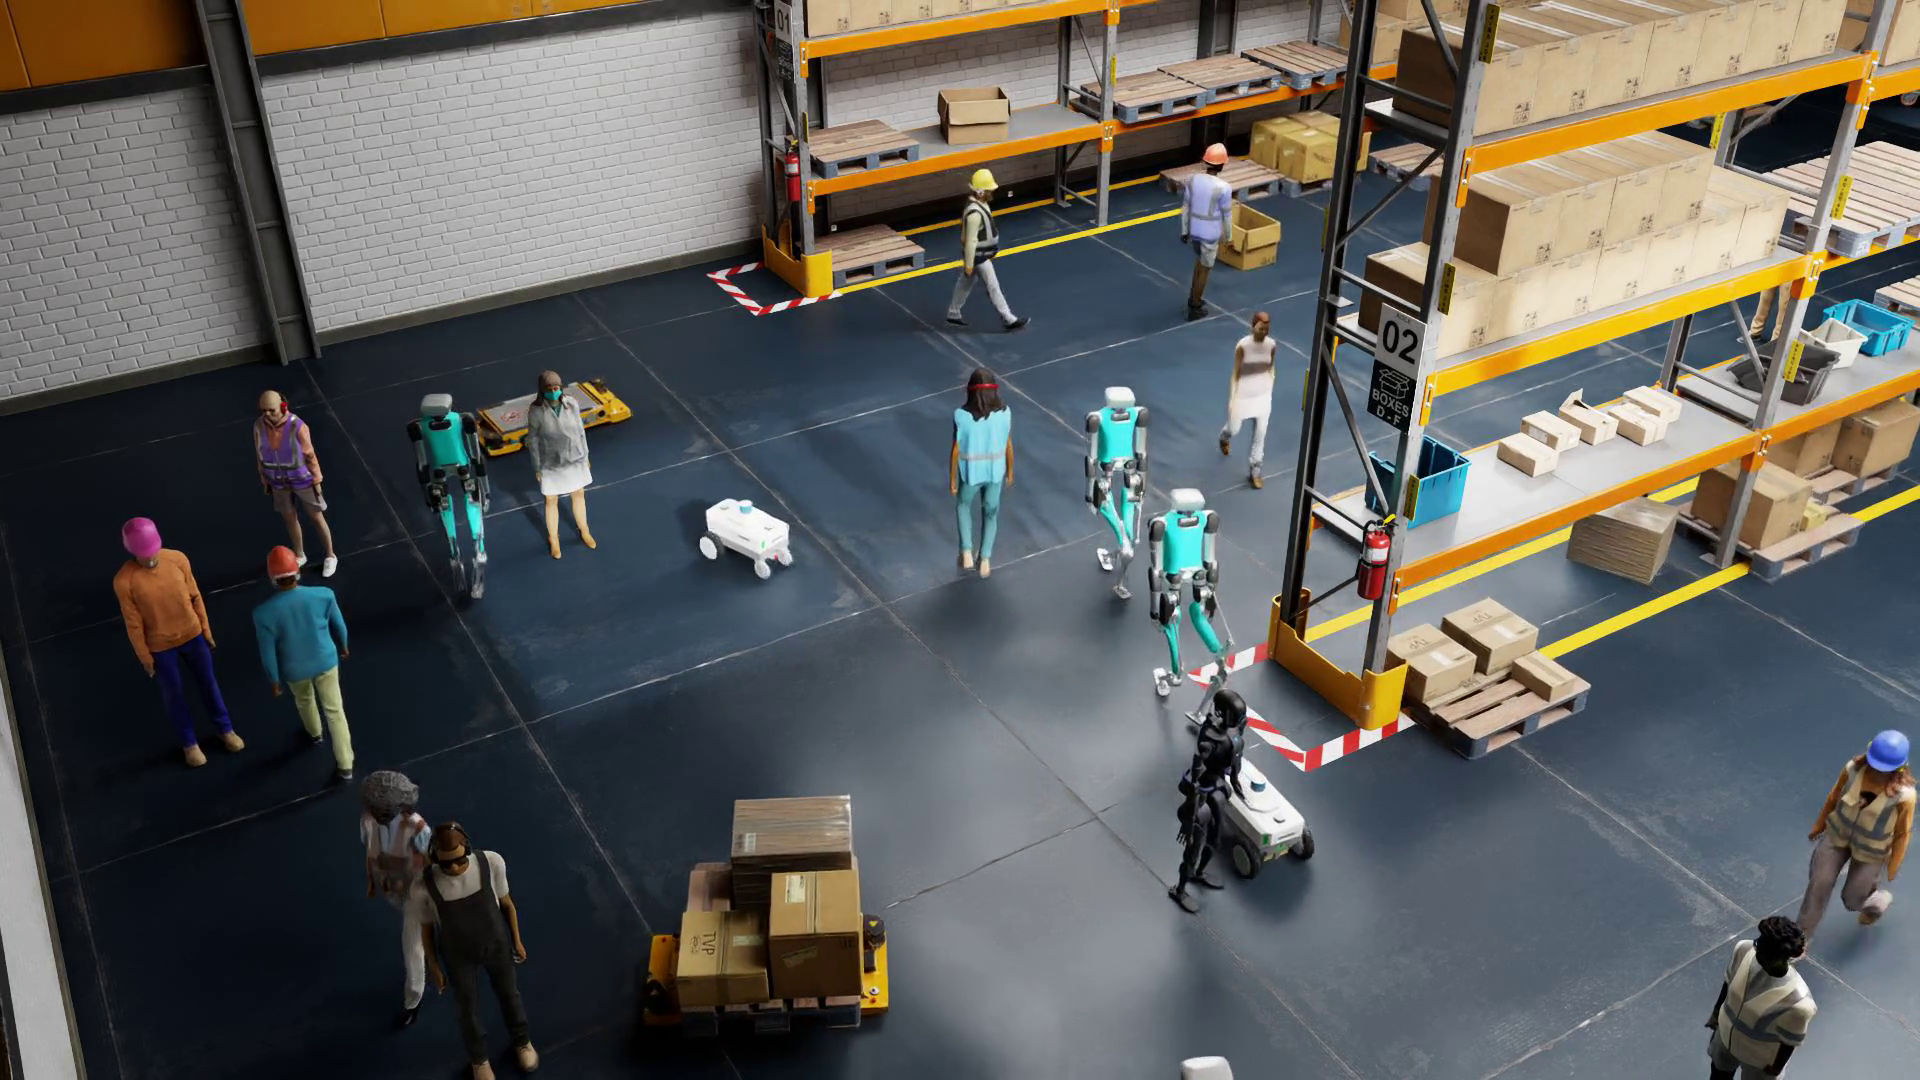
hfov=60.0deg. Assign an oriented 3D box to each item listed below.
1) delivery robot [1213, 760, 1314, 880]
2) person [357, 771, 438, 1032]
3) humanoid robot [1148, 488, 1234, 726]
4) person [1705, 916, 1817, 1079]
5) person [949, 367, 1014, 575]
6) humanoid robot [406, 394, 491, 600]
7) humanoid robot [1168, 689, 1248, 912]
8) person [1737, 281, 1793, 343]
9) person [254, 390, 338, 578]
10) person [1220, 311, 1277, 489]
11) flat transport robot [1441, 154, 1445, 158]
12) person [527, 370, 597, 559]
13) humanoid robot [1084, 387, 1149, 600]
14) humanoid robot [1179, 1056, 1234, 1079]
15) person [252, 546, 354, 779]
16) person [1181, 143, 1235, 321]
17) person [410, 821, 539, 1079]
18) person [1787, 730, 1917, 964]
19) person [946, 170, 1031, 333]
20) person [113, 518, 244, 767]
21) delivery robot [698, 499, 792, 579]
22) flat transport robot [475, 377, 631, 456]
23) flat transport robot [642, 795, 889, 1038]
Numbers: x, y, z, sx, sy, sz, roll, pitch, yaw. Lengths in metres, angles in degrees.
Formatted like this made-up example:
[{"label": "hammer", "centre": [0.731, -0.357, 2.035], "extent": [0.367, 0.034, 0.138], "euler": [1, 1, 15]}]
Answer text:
[{"label": "delivery robot", "centre": [1.948, 1.818, 10.934], "extent": [0.499, 0.614, 0.815], "euler": [-14, 35, -21]}, {"label": "person", "centre": [-3.200, 1.956, 9.651], "extent": [0.456, 1.646, 0.824], "euler": [10, 33, 15]}, {"label": "humanoid robot", "centre": [1.672, 0.584, 11.780], "extent": [0.547, 1.742, 0.949], "euler": [-10, 33, -15]}, {"label": "person", "centre": [4.080, 2.596, 8.606], "extent": [0.319, 1.691, 0.533], "euler": [-10, 34, -16]}, {"label": "person", "centre": [0.172, -0.546, 13.463], "extent": [0.539, 1.852, 0.467], "euler": [-2, 32, -3]}, {"label": "humanoid robot", "centre": [-3.976, -0.209, 13.128], "extent": [0.558, 1.876, 0.709], "euler": [-6, 33, -10]}, {"label": "humanoid robot", "centre": [1.547, 1.574, 10.245], "extent": [0.327, 1.647, 0.610], "euler": [24, 39, 33]}, {"label": "person", "centre": [8.481, -2.789, 17.129], "extent": [0.321, 1.755, 0.560], "euler": [-17, 36, -25]}, {"label": "person", "centre": [-5.405, -0.463, 13.487], "extent": [0.494, 1.687, 0.348], "euler": [2, 32, 3]}, {"label": "person", "centre": [2.581, -1.315, 14.879], "extent": [0.446, 1.635, 0.677], "euler": [-4, 32, -7]}, {"label": "flat transport robot", "centre": [6.975, -4.764, 21.681], "extent": [0.659, 0.231, 1.431], "euler": [-18, 36, -26]}, {"label": "person", "centre": [-3.304, -0.630, 13.777], "extent": [0.483, 1.660, 0.337], "euler": [-17, 36, -25]}, {"label": "humanoid robot", "centre": [1.310, -0.285, 13.198], "extent": [0.536, 1.754, 1.013], "euler": [-9, 33, -14]}, {"label": "humanoid robot", "centre": [1.030, 2.960, 8.018], "extent": [0.530, 1.801, 0.799], "euler": [-8, 33, -12]}, {"label": "person", "centre": [-4.470, 0.820, 11.414], "extent": [0.578, 1.709, 0.874], "euler": [-16, 36, -24]}, {"label": "person", "centre": [2.657, -3.299, 17.796], "extent": [0.589, 1.920, 0.553], "euler": [-25, 40, -34]}, {"label": "person", "centre": [-2.639, 2.237, 9.047], "extent": [0.508, 1.841, 0.343], "euler": [-15, 35, -23]}, {"label": "person", "centre": [5.370, 1.771, 9.871], "extent": [0.656, 1.750, 0.499], "euler": [-21, 38, -29]}, {"label": "person", "centre": [0.273, -3.028, 17.487], "extent": [0.934, 1.780, 0.600], "euler": [1, 32, 1]}, {"label": "person", "centre": [-5.392, 0.684, 11.398], "extent": [0.515, 1.973, 0.404], "euler": [-28, 41, -36]}, {"label": "delivery robot", "centre": [-1.781, -0.070, 13.894], "extent": [0.734, 0.560, 0.499], "euler": [23, 39, 32]}, {"label": "flat transport robot", "centre": [-3.959, -1.188, 15.979], "extent": [1.431, 0.231, 0.659], "euler": [-20, 37, -29]}, {"label": "flat transport robot", "centre": [-1.154, 2.572, 9.982], "extent": [1.431, 0.231, 0.659], "euler": [-2, 32, -3]}]
